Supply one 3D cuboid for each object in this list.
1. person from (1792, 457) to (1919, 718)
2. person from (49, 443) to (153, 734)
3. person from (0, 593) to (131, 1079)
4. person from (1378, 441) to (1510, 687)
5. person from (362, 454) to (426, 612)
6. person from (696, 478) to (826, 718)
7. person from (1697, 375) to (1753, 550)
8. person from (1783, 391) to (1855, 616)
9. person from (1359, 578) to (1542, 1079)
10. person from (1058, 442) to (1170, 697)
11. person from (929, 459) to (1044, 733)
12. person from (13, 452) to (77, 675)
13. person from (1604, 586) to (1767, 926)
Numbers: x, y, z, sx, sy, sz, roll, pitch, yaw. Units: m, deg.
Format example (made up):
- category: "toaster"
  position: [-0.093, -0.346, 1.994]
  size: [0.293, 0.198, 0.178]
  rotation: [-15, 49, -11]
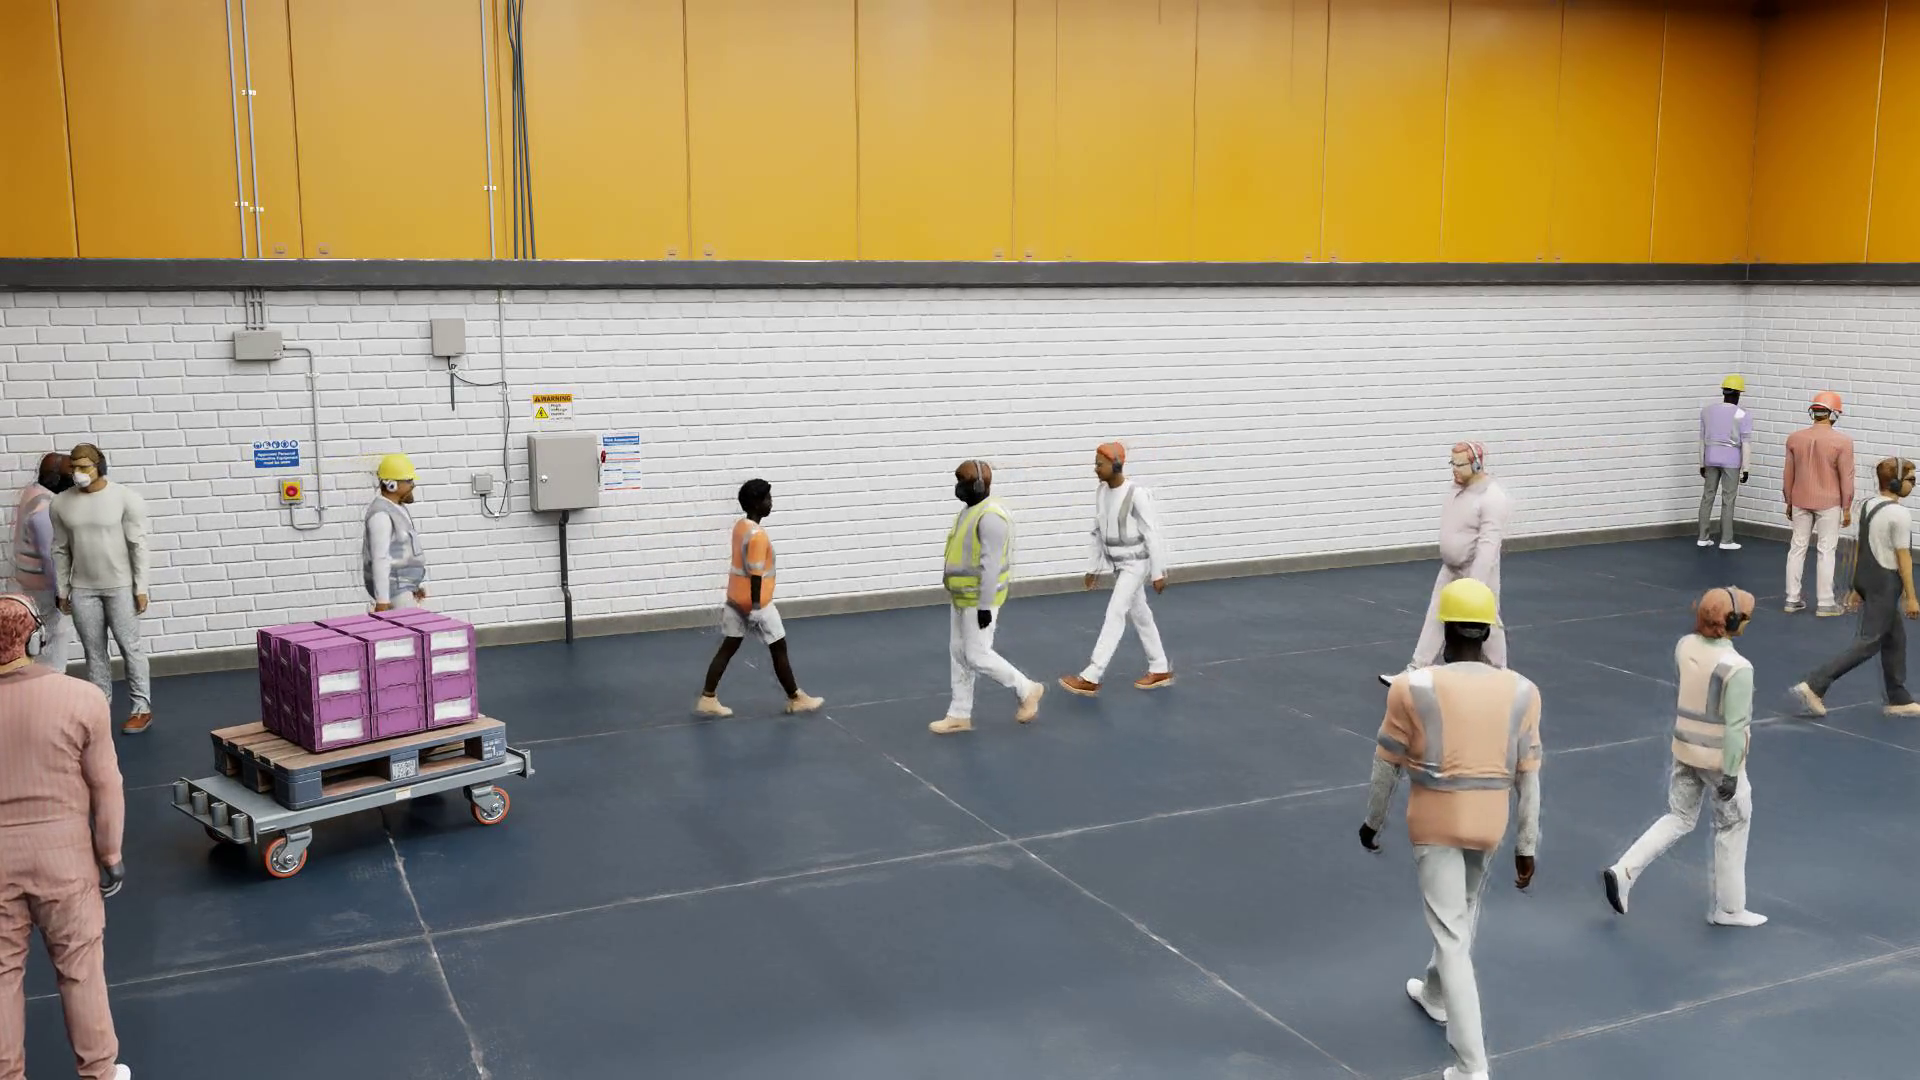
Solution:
- category: "person"
  position: [6.159, 0.332, 11.233]
  size: [0.921, 1.818, 0.504]
  rotation: [1, 9, 7]
- category: "person"
  position: [-5.639, 0.321, 10.939]
  size: [0.633, 1.935, 0.381]
  rotation: [0, 9, -1]
- category: "person"
  position: [-3.334, 1.133, 5.954]
  size: [0.644, 1.907, 0.399]
  rotation: [-3, 10, -21]
- category: "person"
  position: [3.487, 0.236, 11.682]
  size: [0.997, 1.849, 0.656]
  rotation: [-3, 10, -17]
- category: "person"
  position: [-3.741, 0.312, 11.337]
  size: [0.725, 1.803, 0.617]
  rotation: [-2, 9, -11]
- category: "person"
  position: [-1.396, 0.398, 11.296]
  size: [0.874, 1.649, 0.531]
  rotation: [-5, 10, -27]
- category: "person"
  position: [8.383, -0.850, 18.229]
  size: [0.388, 1.919, 0.584]
  rotation: [-8, 12, -39]
- category: "person"
  position: [7.603, -0.322, 14.728]
  size: [0.385, 1.990, 0.608]
  rotation: [-7, 11, -36]
- category: "person"
  position: [1.907, 1.089, 6.351]
  size: [0.594, 1.880, 0.983]
  rotation: [-1, 9, -9]
- category: "person"
  position: [1.122, 0.210, 11.918]
  size: [0.999, 1.821, 0.577]
  rotation: [-4, 10, -23]
- category: "person"
  position: [0.154, 0.375, 10.900]
  size: [0.659, 1.828, 0.638]
  rotation: [-3, 10, -18]
- category: "person"
  position: [-6.333, 0.286, 11.547]
  size: [0.530, 1.805, 0.683]
  rotation: [-5, 11, -30]
- category: "person"
  position: [3.387, 1.003, 7.650]
  size: [0.691, 1.615, 0.517]
  rotation: [-2, 9, -13]
